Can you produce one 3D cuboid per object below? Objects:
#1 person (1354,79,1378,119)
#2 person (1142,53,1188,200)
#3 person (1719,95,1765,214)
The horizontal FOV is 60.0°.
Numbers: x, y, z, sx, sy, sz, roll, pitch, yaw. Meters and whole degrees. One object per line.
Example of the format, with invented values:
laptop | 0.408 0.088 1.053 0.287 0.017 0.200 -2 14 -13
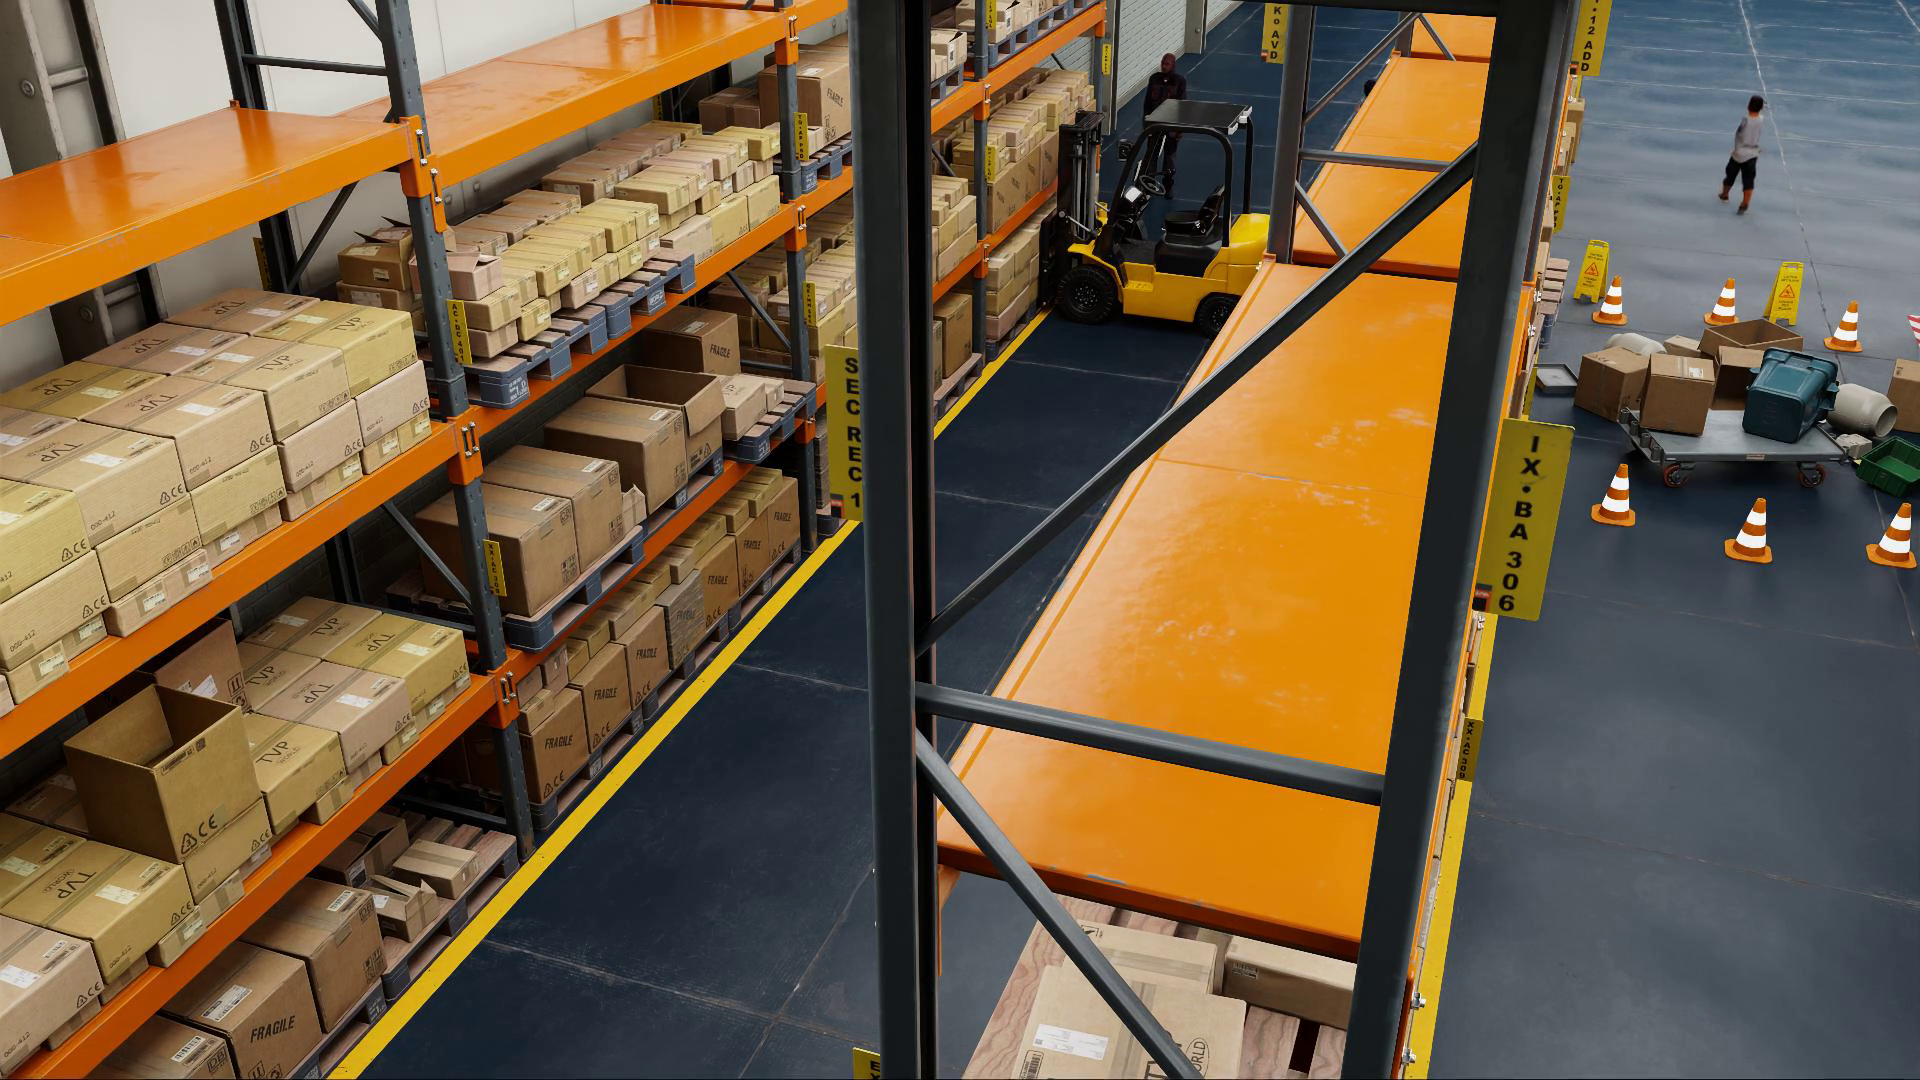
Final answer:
person | 5.106 -4.977 20.880 0.778 1.536 0.981 -2 28 -4
person | 2.602 -5.304 21.194 0.699 1.817 0.595 8 29 15
person | 9.835 -4.837 20.738 0.764 1.421 1.069 3 28 6
